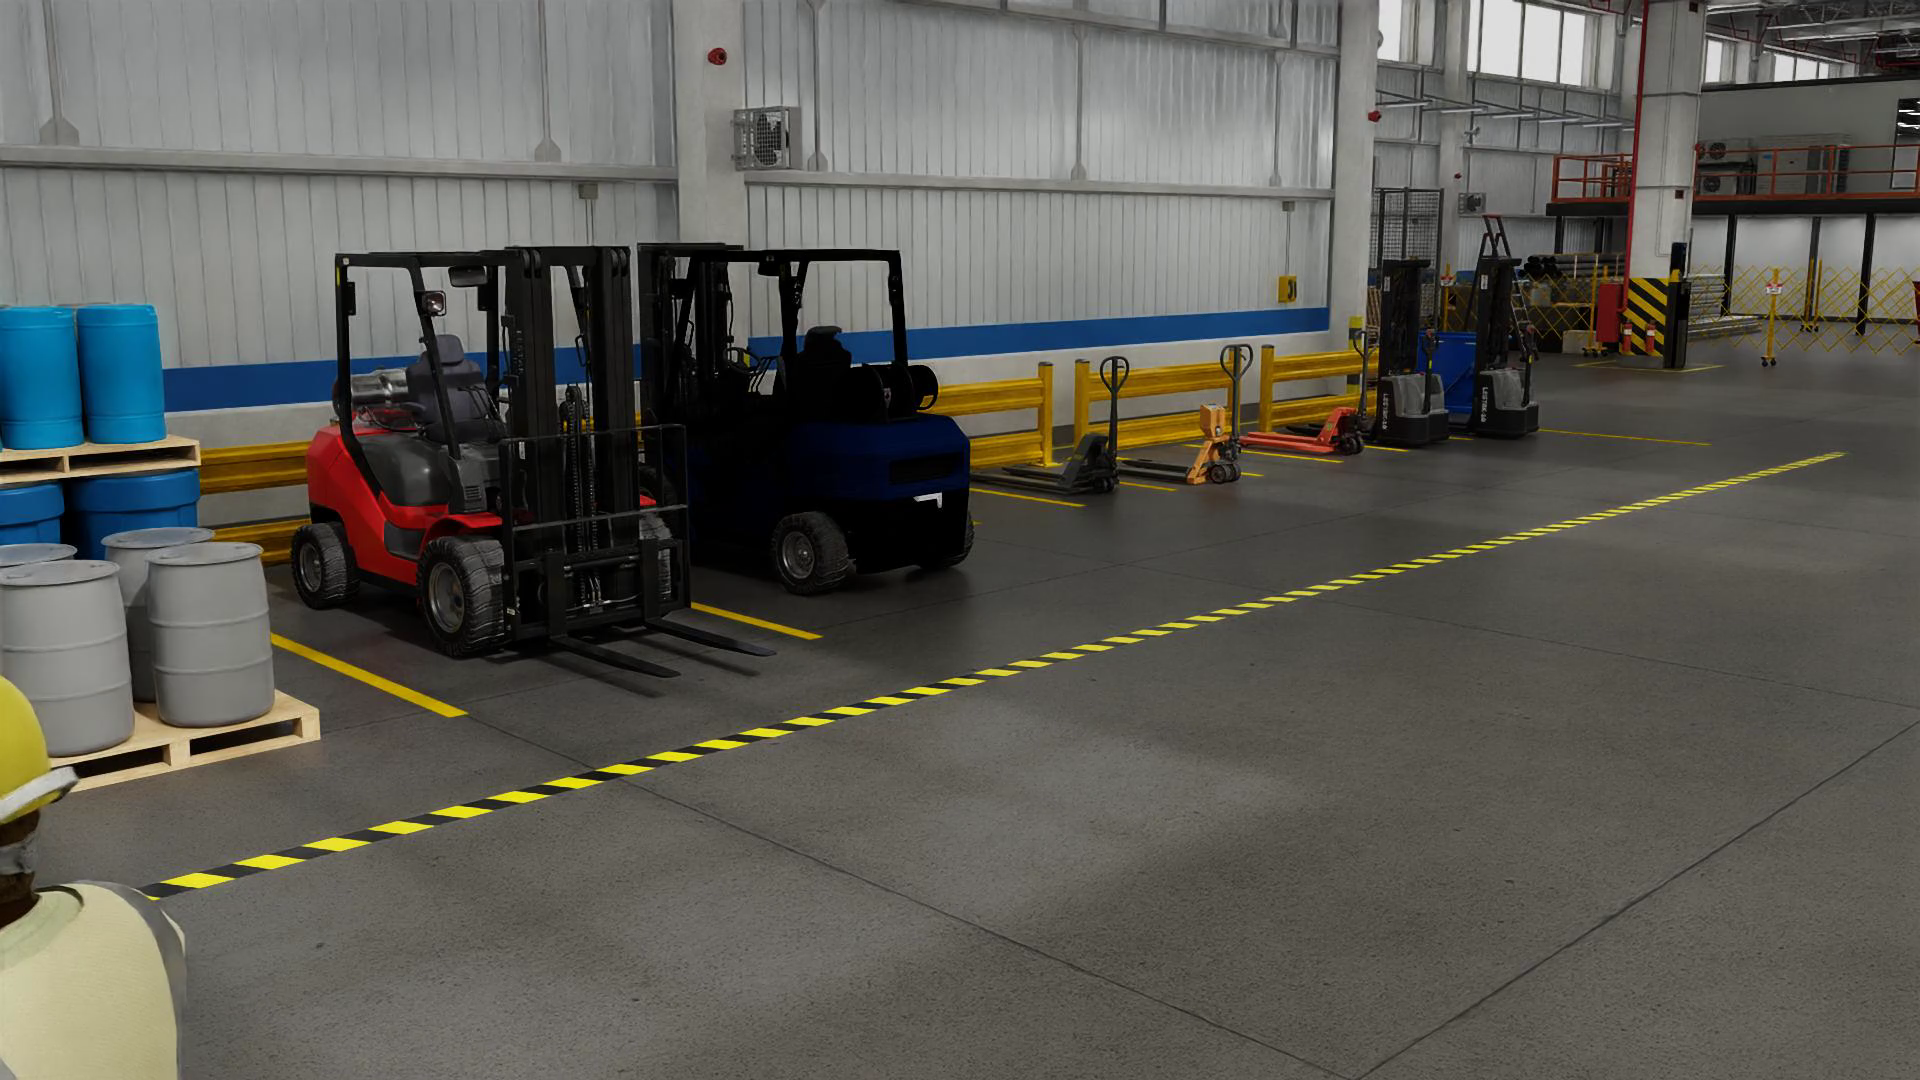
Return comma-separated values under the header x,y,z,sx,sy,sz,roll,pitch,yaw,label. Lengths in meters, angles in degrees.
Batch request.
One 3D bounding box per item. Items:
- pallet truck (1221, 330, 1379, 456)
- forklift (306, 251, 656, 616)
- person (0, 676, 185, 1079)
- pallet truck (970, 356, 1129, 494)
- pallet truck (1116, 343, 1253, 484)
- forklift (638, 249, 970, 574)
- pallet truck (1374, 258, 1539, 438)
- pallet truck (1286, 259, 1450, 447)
x,y,z,sx,sy,sz,roll,pitch,yaw,label
3.563,-1.581,17.381,0.653,1.274,1.630,-10,14,-44,pallet truck
-2.833,-0.669,9.694,1.157,1.987,2.680,-10,14,-44,forklift
-1.053,1.007,1.822,0.403,1.833,0.590,-1,10,-4,person
0.784,-1.085,14.876,0.680,1.201,1.601,-10,14,-44,pallet truck
1.962,-1.215,15.415,1.522,1.261,0.704,10,14,43,pallet truck
-1.173,-0.958,11.239,2.680,1.987,1.157,10,14,43,forklift
5.704,-2.208,18.901,1.885,1.965,0.823,10,14,43,pallet truck
4.493,-2.078,18.196,0.823,1.965,1.885,-9,14,-40,pallet truck
